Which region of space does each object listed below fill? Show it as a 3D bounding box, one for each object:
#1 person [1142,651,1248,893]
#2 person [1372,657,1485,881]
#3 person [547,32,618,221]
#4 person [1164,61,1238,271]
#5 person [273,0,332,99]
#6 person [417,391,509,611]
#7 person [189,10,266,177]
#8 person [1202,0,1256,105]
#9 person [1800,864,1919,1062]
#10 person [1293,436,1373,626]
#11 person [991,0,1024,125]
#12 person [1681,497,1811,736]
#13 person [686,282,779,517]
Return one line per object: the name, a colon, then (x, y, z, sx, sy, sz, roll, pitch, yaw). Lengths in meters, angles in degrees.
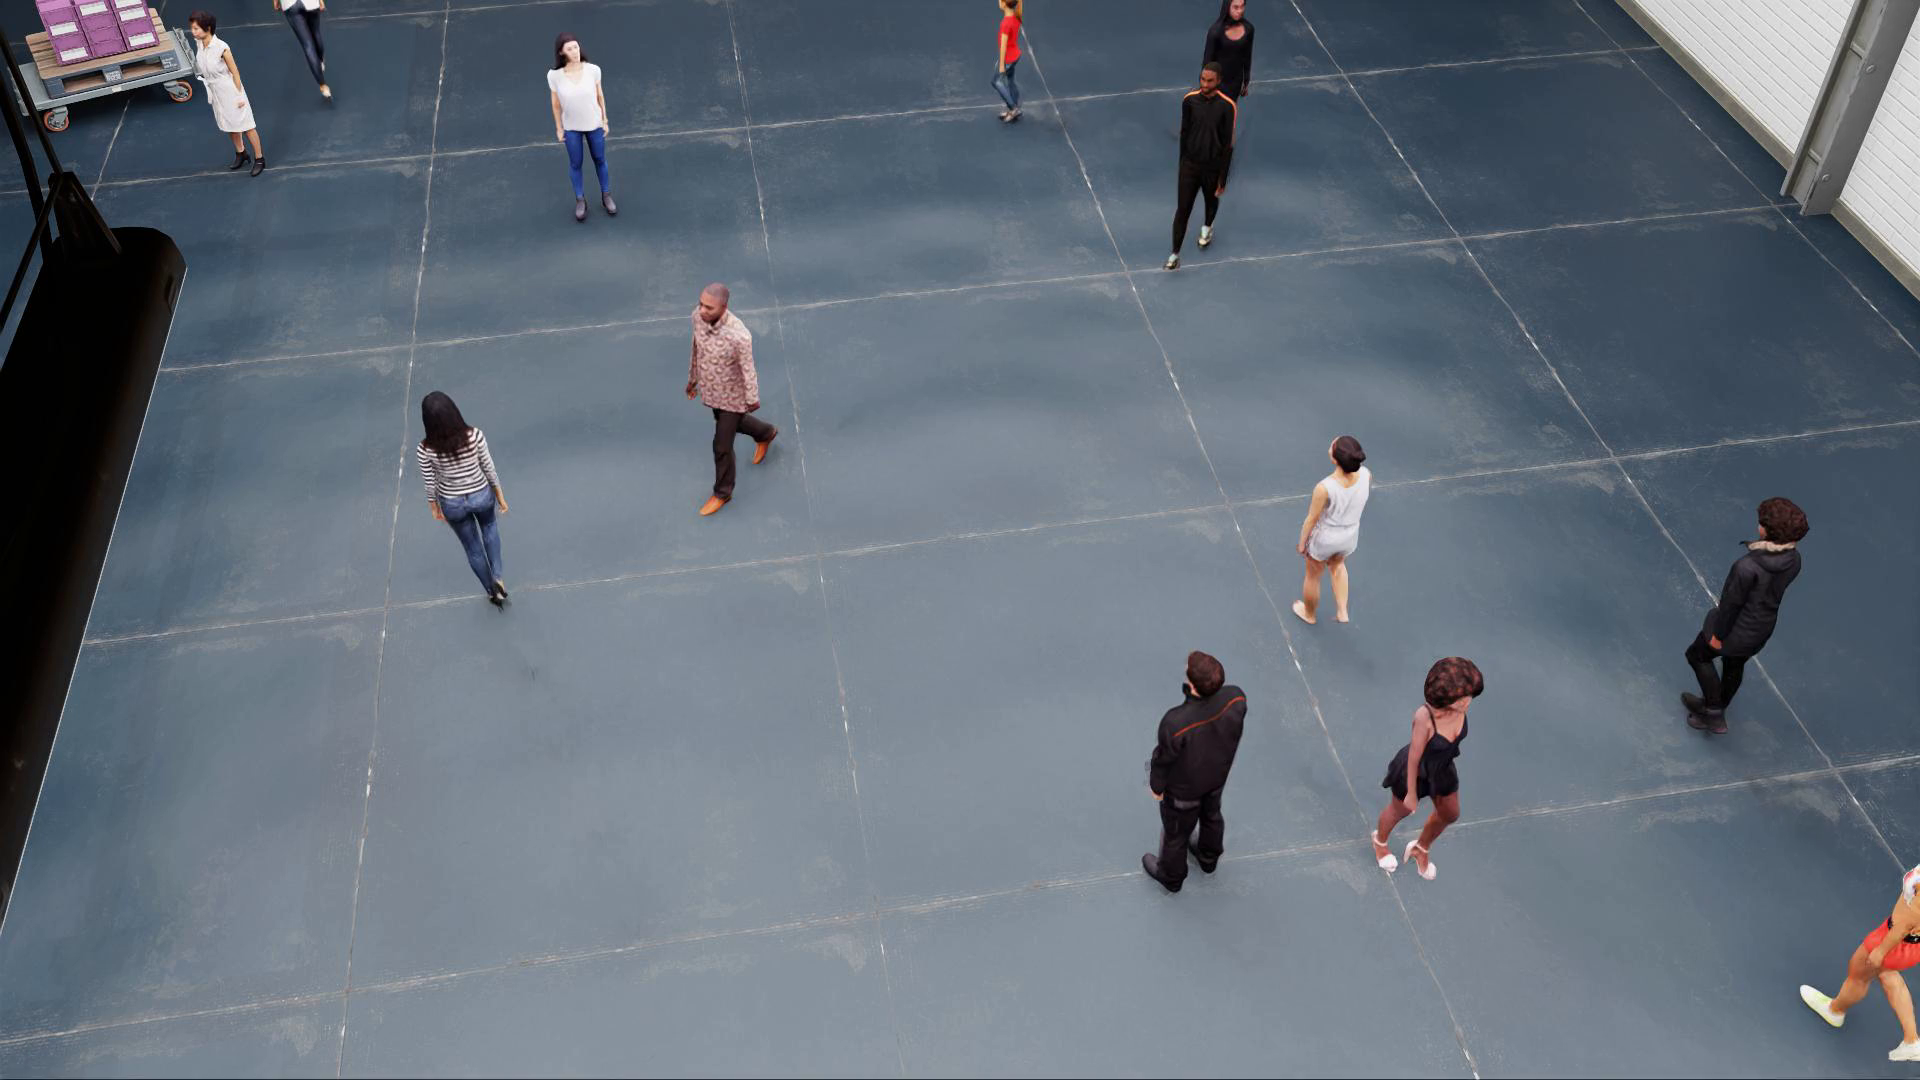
person: (1.291, 1.293, 9.126, 0.783, 1.838, 0.702, -20, 47, -20)
person: (2.514, 1.231, 9.237, 0.691, 1.774, 0.742, -25, 49, -24)
person: (-3.254, -3.561, 14.333, 0.630, 1.683, 0.559, -13, 45, -13)
person: (2.070, -3.166, 13.862, 1.013, 1.761, 1.243, 14, 45, 14)
person: (-6.277, -5.060, 15.866, 0.794, 1.738, 1.224, -17, 46, -17)
person: (-3.142, -0.166, 10.696, 0.687, 1.785, 0.692, -17, 46, -17)
person: (-6.575, -4.012, 14.899, 0.646, 1.555, 0.686, 20, 47, 20)
person: (2.324, -4.117, 14.895, 0.703, 1.713, 0.743, -15, 46, -15)
person: (4.823, 2.056, 8.368, 0.779, 1.779, 0.987, -23, 48, -22)
person: (2.427, 0.010, 10.649, 0.642, 1.595, 0.717, -16, 46, -16)
person: (0.526, -4.522, 15.626, 0.655, 1.291, 0.590, 15, 46, 15)
person: (4.742, 0.558, 9.961, 0.732, 1.750, 0.779, -16, 46, -16)
person: (-1.592, -1.097, 11.665, 1.148, 1.796, 1.184, -34, 53, -31)
